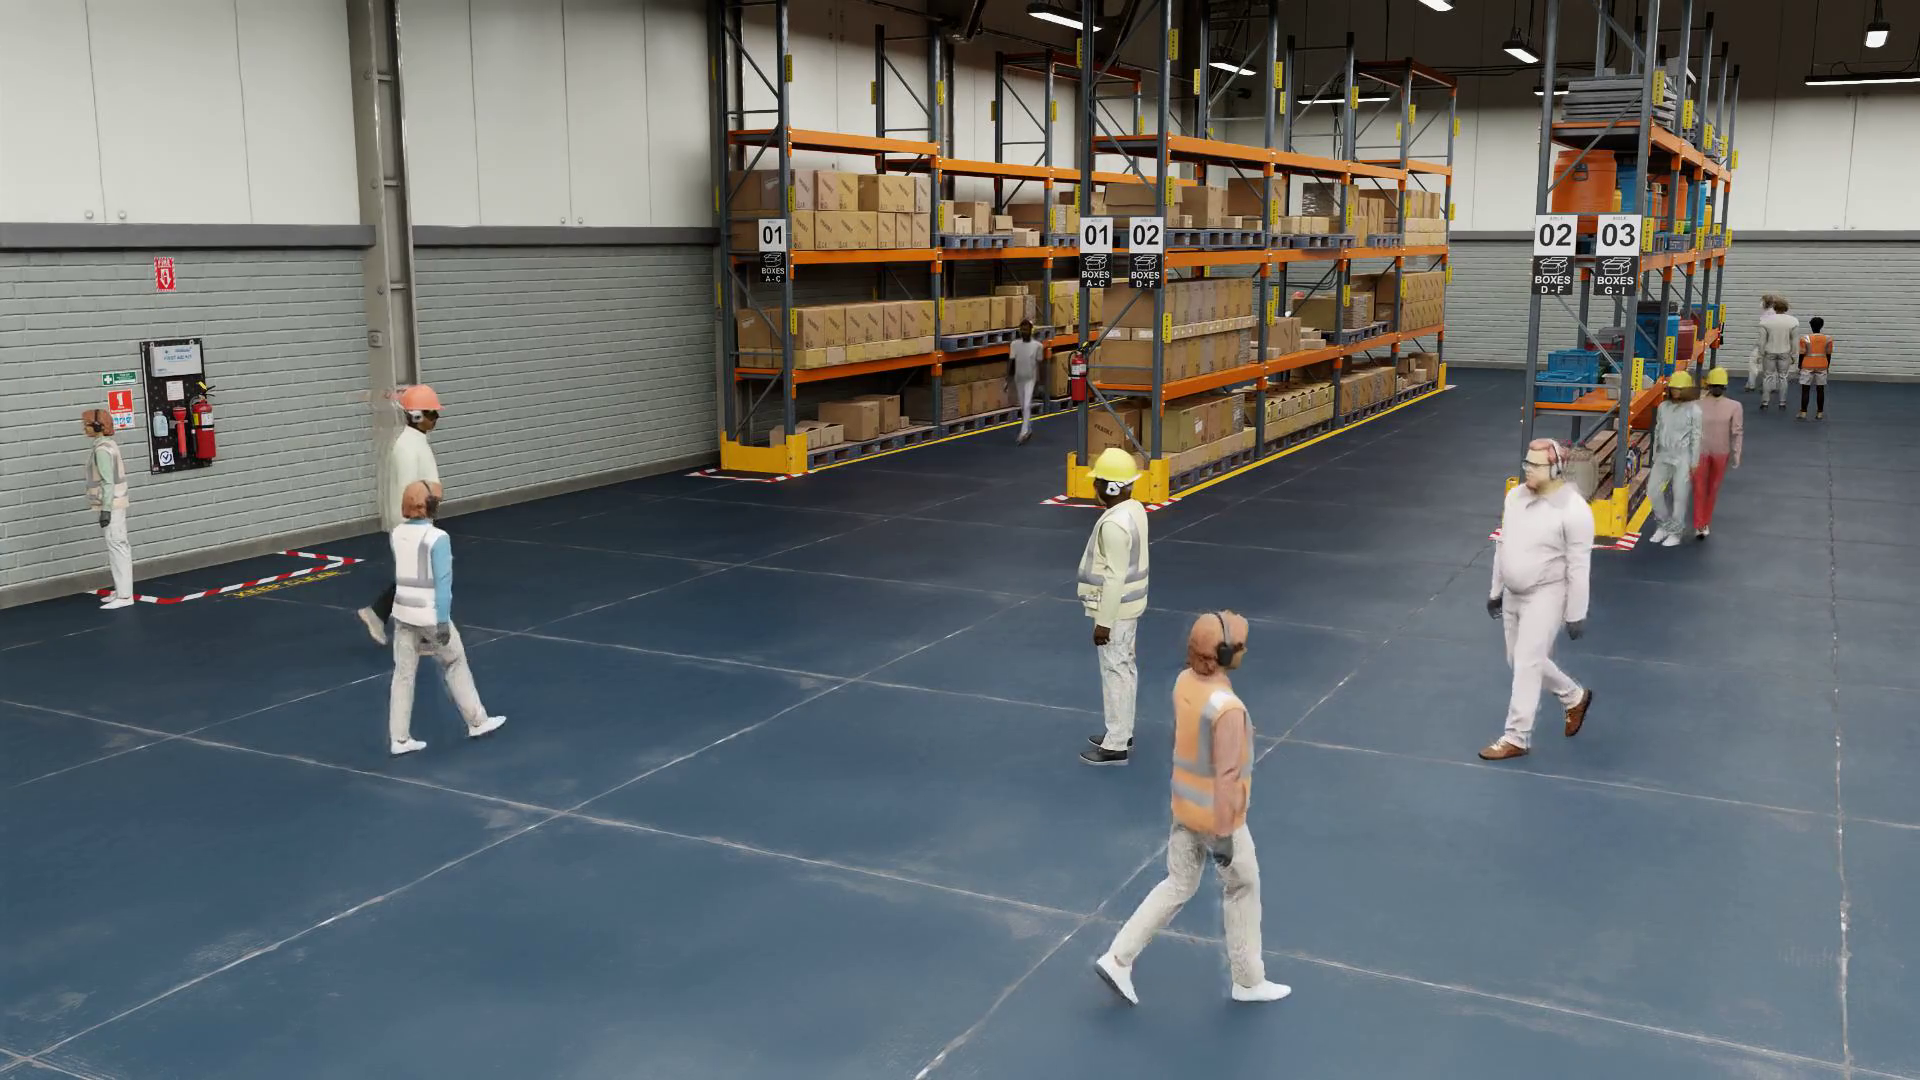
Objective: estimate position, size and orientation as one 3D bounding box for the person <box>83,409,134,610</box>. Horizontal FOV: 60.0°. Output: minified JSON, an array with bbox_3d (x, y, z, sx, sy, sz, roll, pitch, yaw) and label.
[{"bbox_3d":[-6.944,-0.255,13.571,0.315,1.640,0.514,-4,11,-22],"label":"person"}]

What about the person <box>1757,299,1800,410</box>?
[{"bbox_3d":[14.214,-3.218,28.930,0.649,1.938,0.378,4,11,21],"label":"person"}]

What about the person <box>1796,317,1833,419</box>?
[{"bbox_3d":[14.108,-2.832,27.480,0.532,1.693,0.319,2,11,9],"label":"person"}]

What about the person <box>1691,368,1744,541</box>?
[{"bbox_3d":[7.515,-0.855,16.614,0.528,1.716,0.907,3,11,16],"label":"person"}]

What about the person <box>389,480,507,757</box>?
[{"bbox_3d":[-3.096,0.443,9.849,0.549,1.603,0.785,7,12,33],"label":"person"}]

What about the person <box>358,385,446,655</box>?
[{"bbox_3d":[-4.012,-0.133,12.000,0.679,1.980,0.622,-2,11,-9],"label":"person"}]

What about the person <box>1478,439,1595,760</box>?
[{"bbox_3d":[3.420,0.331,9.724,0.808,1.884,0.643,-4,11,-19],"label":"person"}]

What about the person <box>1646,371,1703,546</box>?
[{"bbox_3d":[6.968,-0.790,16.229,0.414,1.722,0.519,-7,13,-35],"label":"person"}]

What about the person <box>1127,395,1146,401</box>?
[{"bbox_3d":[2.686,-2.484,25.062,0.624,1.876,0.939,4,11,20],"label":"person"}]

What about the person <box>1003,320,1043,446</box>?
[{"bbox_3d":[0.950,-2.309,24.296,0.534,1.825,0.993,4,11,20],"label":"person"}]

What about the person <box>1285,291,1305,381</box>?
[{"bbox_3d":[5.981,-3.393,29.590,0.607,2.041,0.377,4,11,22],"label":"person"}]

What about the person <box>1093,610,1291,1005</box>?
[{"bbox_3d":[0.921,1.059,6.477,0.761,1.611,0.523,-3,11,-17],"label":"person"}]

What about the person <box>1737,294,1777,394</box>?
[{"bbox_3d":[15.332,-3.751,31.905,0.836,1.909,0.640,6,12,29],"label":"person"}]

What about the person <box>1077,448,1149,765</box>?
[{"bbox_3d":[0.877,0.379,9.578,0.404,1.837,0.587,3,11,15],"label":"person"}]
